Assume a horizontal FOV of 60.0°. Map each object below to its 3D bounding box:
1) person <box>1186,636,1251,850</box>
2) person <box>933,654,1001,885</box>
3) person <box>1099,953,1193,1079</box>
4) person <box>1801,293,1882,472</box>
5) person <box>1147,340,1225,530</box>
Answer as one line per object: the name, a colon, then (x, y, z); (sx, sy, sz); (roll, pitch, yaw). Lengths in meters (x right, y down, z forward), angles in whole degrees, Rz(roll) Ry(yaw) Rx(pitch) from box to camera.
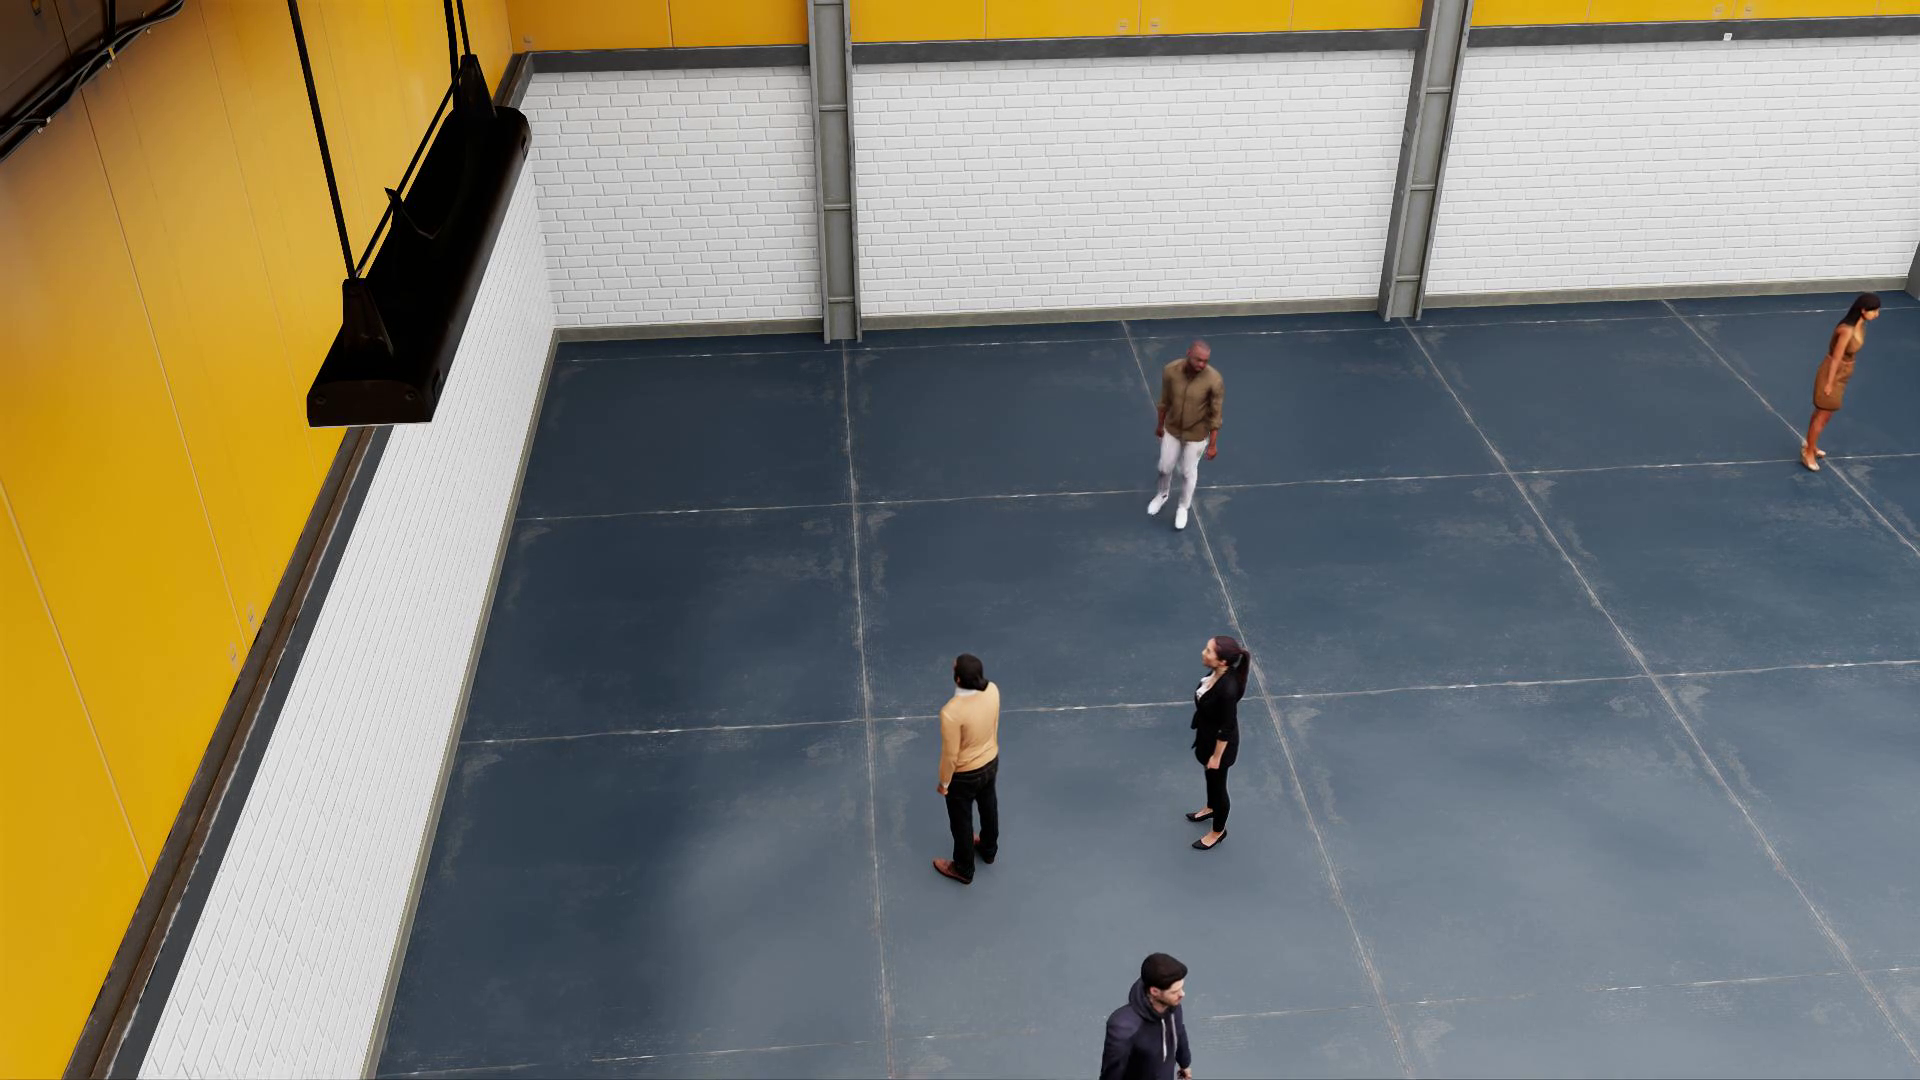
person: (1.679, 1.305, 10.837); (0.569, 1.661, 0.618); (0, 34, 0)
person: (0.064, 1.436, 10.555); (0.817, 1.754, 0.745); (28, 43, 35)
person: (0.829, 2.741, 8.491); (1.079, 1.865, 1.007); (22, 39, 29)
person: (7.859, -1.459, 14.975); (0.755, 1.682, 0.677); (27, 42, 35)
person: (1.908, -0.932, 14.083); (0.785, 1.793, 0.922); (22, 39, 29)
